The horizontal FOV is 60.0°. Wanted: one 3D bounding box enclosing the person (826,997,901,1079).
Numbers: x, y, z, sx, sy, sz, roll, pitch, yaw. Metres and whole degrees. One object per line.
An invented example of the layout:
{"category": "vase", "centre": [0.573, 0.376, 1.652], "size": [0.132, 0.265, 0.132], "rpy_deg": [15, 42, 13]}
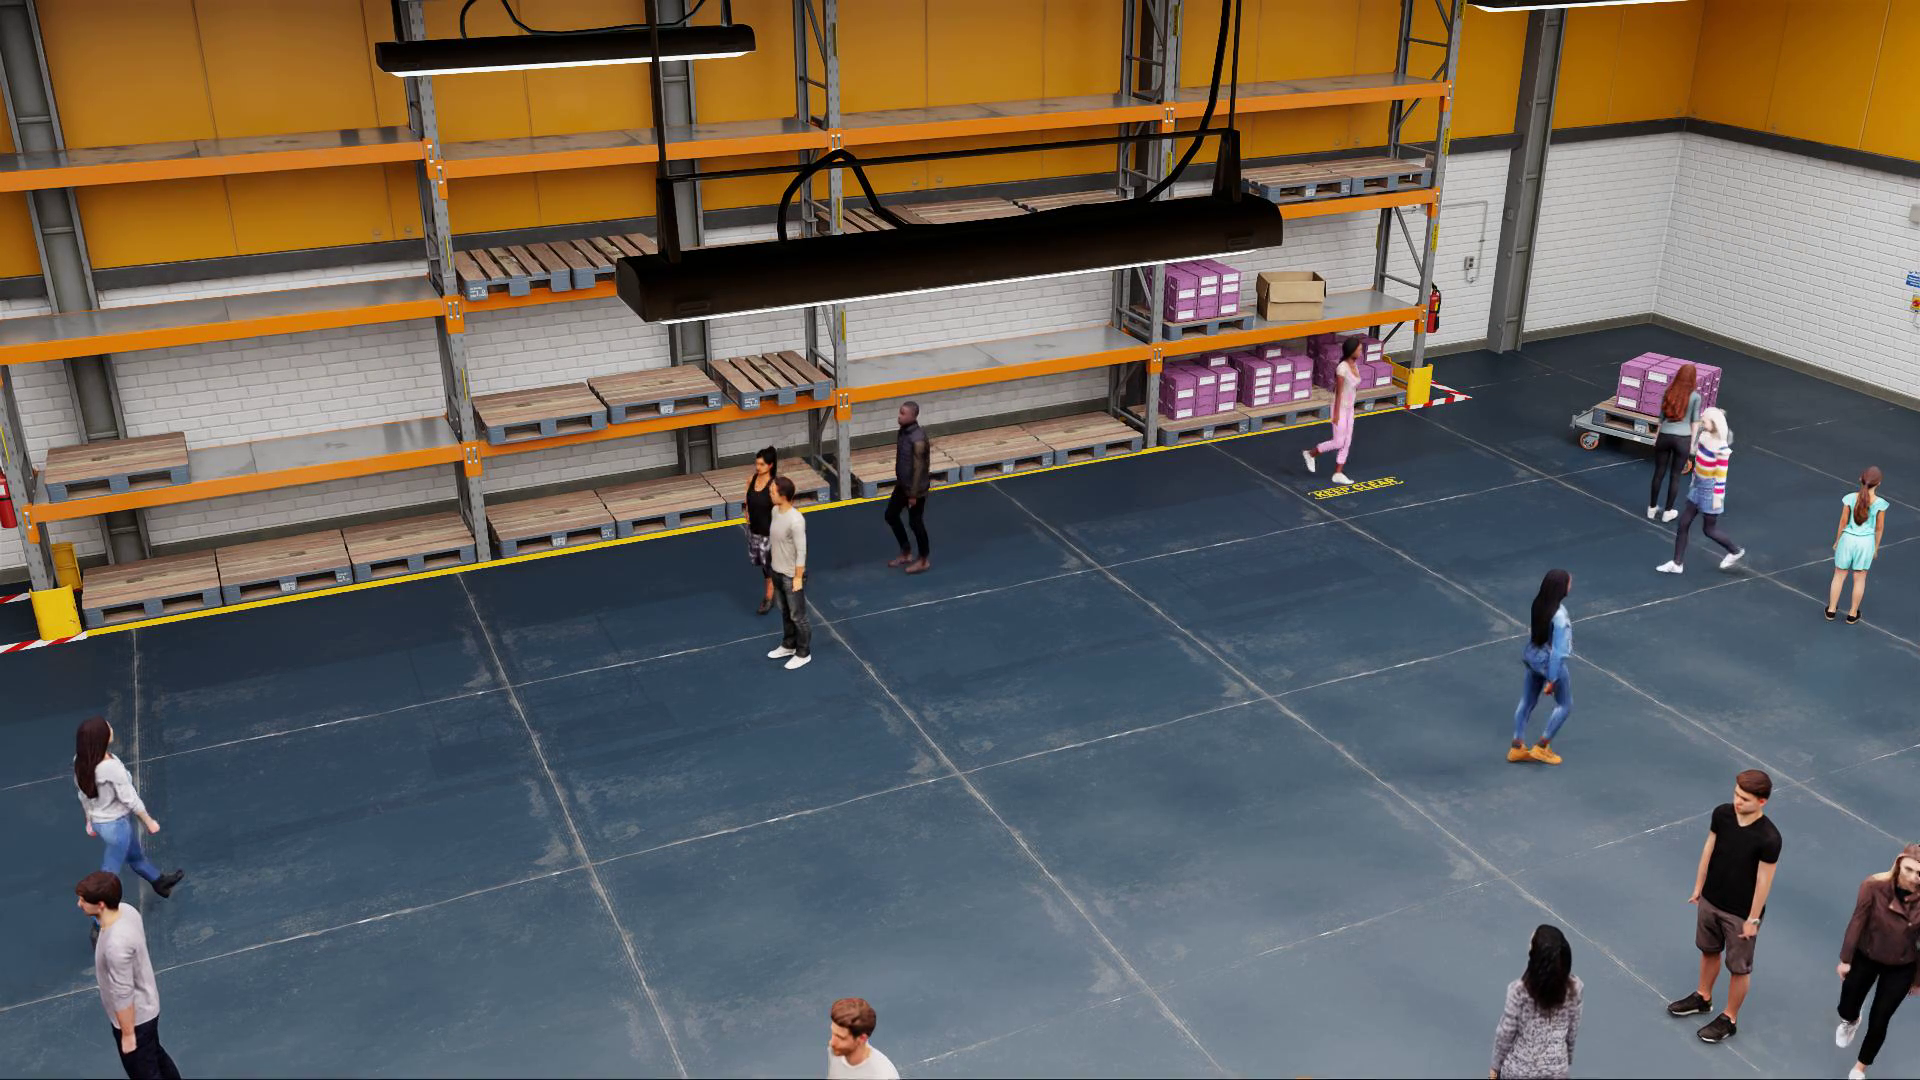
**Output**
{"category": "person", "centre": [-0.429, 3.048, 8.358], "size": [0.802, 1.889, 0.741], "rpy_deg": [-16, 28, -32]}

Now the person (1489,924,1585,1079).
{"category": "person", "centre": [3.105, 2.847, 9.018], "size": [0.576, 1.728, 0.727], "rpy_deg": [-3, 24, -6]}

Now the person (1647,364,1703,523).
{"category": "person", "centre": [7.692, -1.054, 17.926], "size": [0.645, 1.741, 0.665], "rpy_deg": [16, 28, 33]}

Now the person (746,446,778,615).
{"category": "person", "centre": [-1.819, -0.126, 15.919], "size": [0.798, 1.647, 0.916], "rpy_deg": [16, 29, 33]}

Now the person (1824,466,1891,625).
{"category": "person", "centre": [8.449, 0.034, 15.666], "size": [0.644, 1.558, 0.683], "rpy_deg": [14, 27, 29]}

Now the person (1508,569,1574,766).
{"category": "person", "centre": [4.551, 1.022, 13.229], "size": [0.701, 1.699, 0.671], "rpy_deg": [-5, 24, -11]}

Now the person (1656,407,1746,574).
{"category": "person", "centre": [7.516, -0.459, 16.529], "size": [1.186, 1.769, 0.899], "rpy_deg": [-3, 24, -8]}

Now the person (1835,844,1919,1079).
{"category": "person", "centre": [5.484, 2.487, 9.882], "size": [0.836, 1.696, 0.925], "rpy_deg": [14, 27, 29]}

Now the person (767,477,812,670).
{"category": "person", "centre": [-1.512, 0.267, 14.818], "size": [0.602, 1.810, 0.680], "rpy_deg": [-15, 28, -31]}

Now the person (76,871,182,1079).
{"category": "person", "centre": [-4.630, 2.642, 9.346], "size": [0.529, 1.841, 0.643], "rpy_deg": [-11, 26, -24]}

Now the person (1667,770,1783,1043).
{"category": "person", "centre": [4.791, 2.230, 10.265], "size": [0.553, 1.860, 0.627], "rpy_deg": [-11, 26, -23]}

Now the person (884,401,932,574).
{"category": "person", "centre": [-0.406, -0.535, 16.639], "size": [0.643, 1.821, 0.705], "rpy_deg": [-11, 26, -23]}

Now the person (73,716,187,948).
{"category": "person", "centre": [-5.756, 1.987, 11.163], "size": [0.958, 1.586, 1.123], "rpy_deg": [14, 27, 29]}

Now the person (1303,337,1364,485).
{"category": "person", "centre": [4.262, -1.466, 18.885], "size": [0.876, 1.727, 0.894], "rpy_deg": [16, 28, 33]}
